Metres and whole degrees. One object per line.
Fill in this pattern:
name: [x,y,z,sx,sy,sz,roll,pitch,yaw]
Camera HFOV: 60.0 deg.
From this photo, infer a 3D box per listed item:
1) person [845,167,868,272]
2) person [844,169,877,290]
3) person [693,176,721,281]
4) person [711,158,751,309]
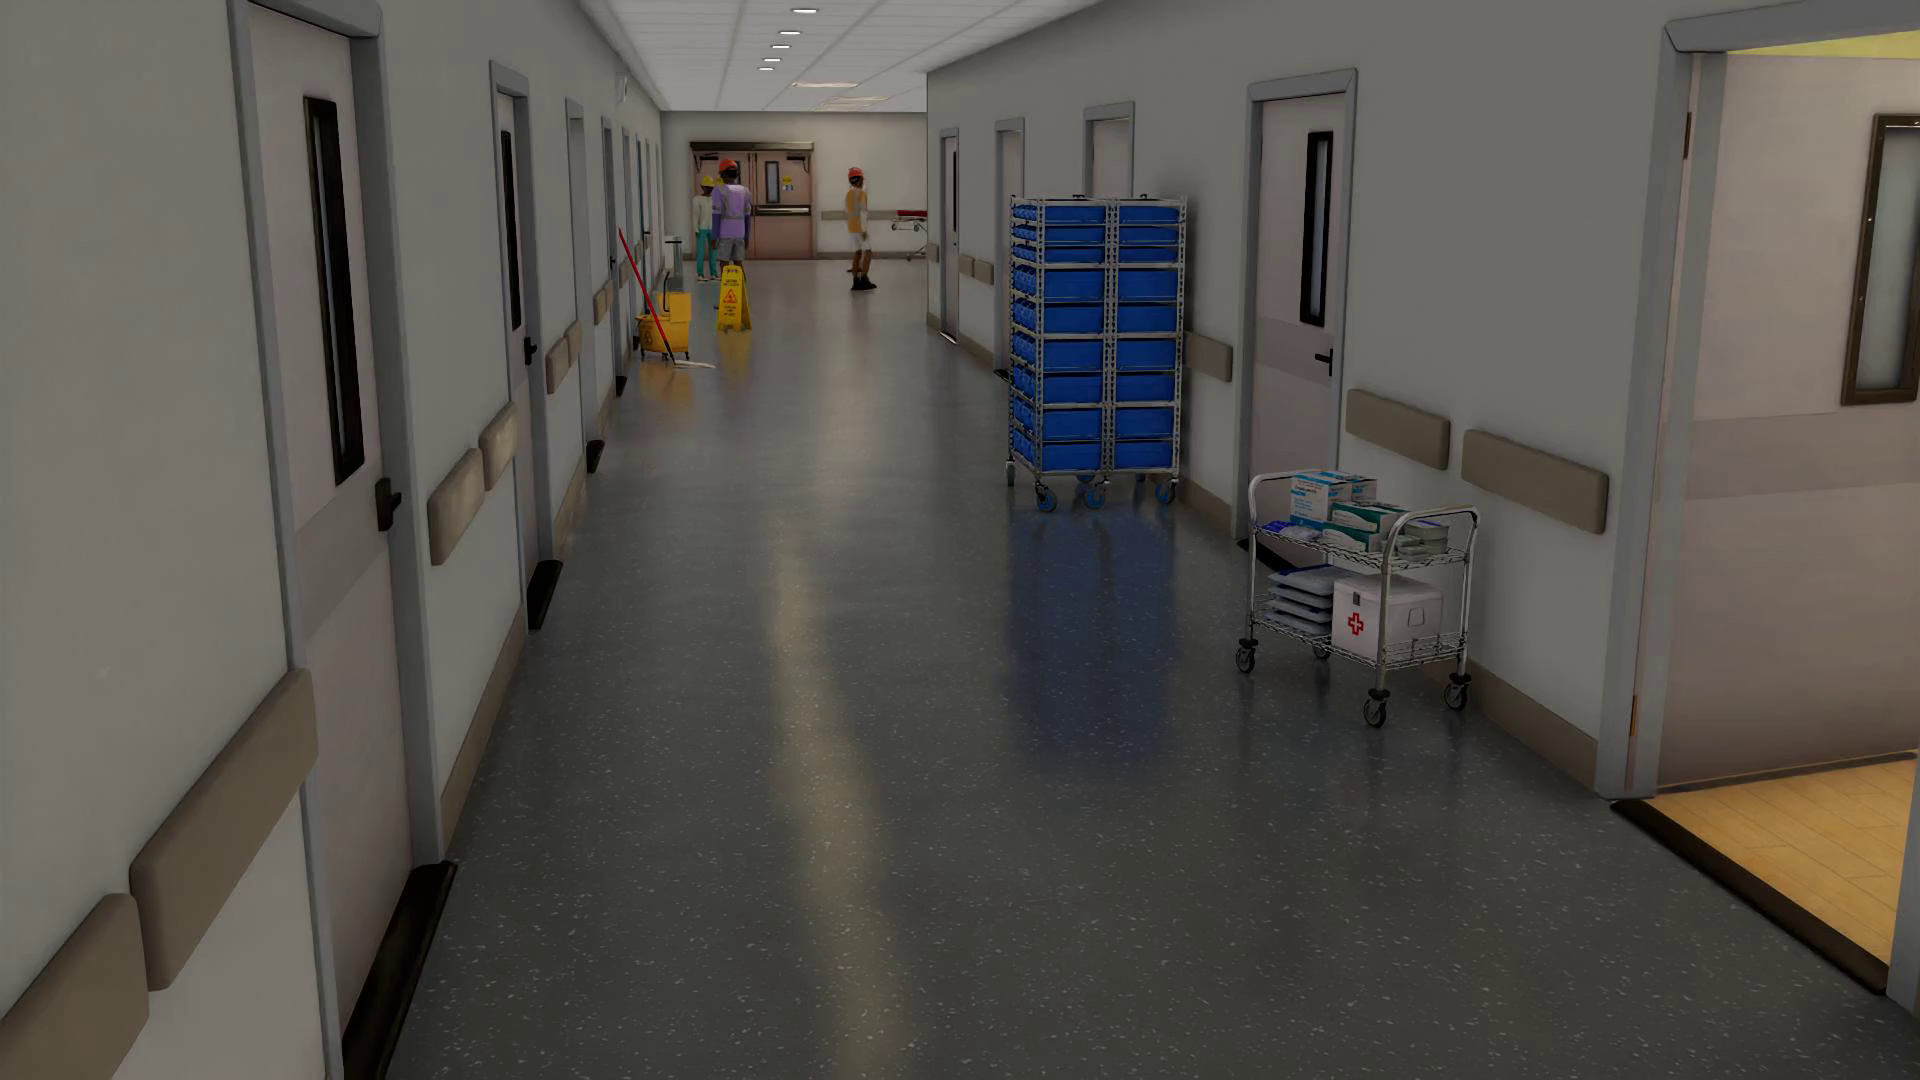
person: [-1.909,-5.889,30.608,0.404,1.906,0.646,1,13,6]
person: [-1.593,-4.869,26.132,0.424,1.876,0.631,-10,16,-37]
person: [-4.267,-5.265,28.171,0.518,1.757,0.337,-9,15,-34]
person: [-3.127,-4.149,22.617,0.613,2.029,0.407,-12,17,-43]
